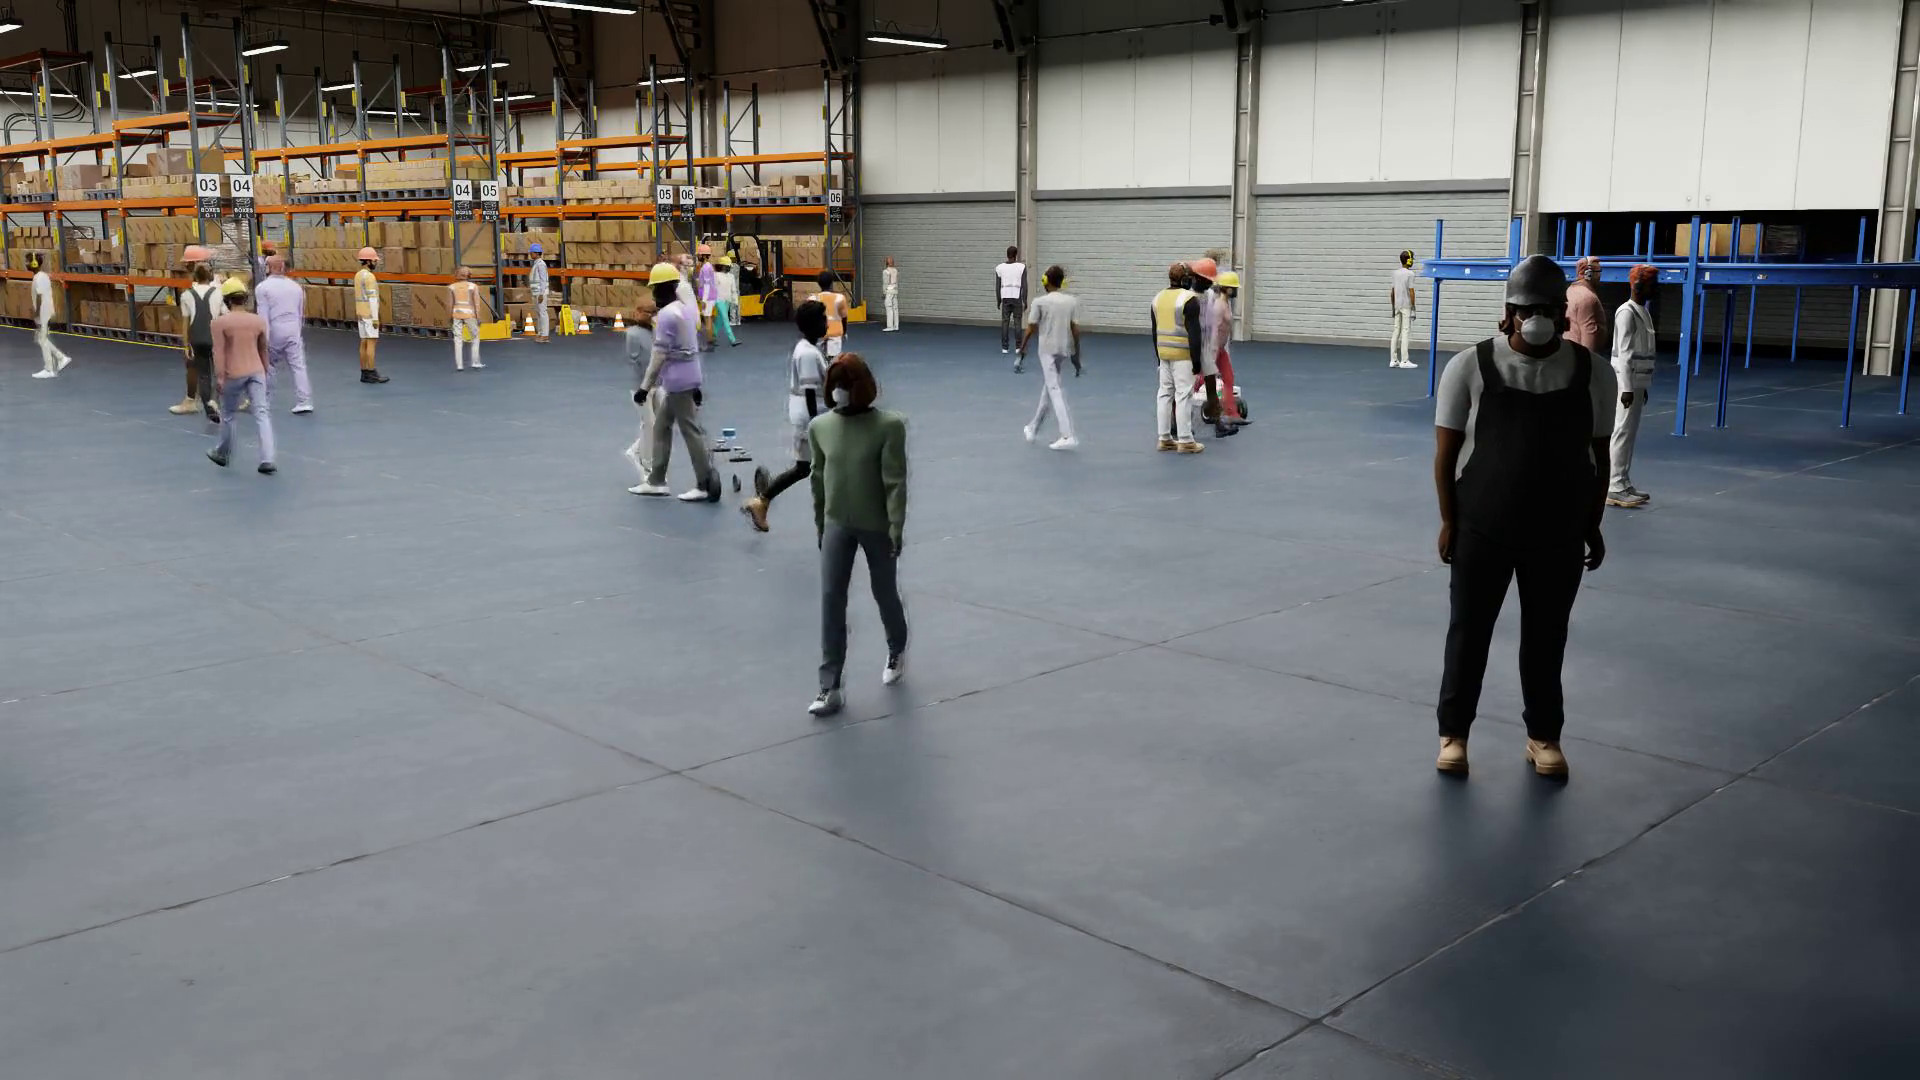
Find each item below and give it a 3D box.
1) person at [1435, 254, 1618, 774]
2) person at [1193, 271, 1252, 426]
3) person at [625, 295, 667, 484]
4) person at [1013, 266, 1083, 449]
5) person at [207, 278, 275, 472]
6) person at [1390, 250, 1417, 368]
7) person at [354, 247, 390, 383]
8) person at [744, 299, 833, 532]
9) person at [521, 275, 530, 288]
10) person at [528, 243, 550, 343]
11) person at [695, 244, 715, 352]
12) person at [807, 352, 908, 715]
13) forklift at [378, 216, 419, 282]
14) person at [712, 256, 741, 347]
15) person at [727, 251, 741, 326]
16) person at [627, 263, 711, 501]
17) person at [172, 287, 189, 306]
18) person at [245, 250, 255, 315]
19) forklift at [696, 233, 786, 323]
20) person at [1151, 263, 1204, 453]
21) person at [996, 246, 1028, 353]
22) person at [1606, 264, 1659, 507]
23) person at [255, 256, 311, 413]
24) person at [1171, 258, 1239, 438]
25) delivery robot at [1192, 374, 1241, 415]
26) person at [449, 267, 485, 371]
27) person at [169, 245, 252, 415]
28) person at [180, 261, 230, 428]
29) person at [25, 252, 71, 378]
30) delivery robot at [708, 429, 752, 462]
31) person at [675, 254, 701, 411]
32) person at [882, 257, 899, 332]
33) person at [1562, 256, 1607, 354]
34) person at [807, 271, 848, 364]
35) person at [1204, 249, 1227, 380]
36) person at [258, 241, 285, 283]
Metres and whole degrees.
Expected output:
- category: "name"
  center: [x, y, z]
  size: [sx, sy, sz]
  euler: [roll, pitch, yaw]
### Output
- category: "person"
  center: [2.205, -0.065, 6.498]
  size: [0.681, 2.000, 0.536]
  euler: [2, 10, 8]
- category: "person"
  center: [2.787, -2.121, 18.490]
  size: [0.845, 1.719, 0.552]
  euler: [4, 11, 20]
- category: "person"
  center: [-2.703, -1.292, 14.258]
  size: [0.417, 1.612, 0.501]
  euler: [5, 12, 26]
- category: "person"
  center: [0.872, -1.832, 16.671]
  size: [0.654, 1.801, 0.989]
  euler: [-6, 12, -29]
- category: "person"
  center: [-6.488, -1.478, 14.963]
  size: [0.903, 1.720, 0.548]
  euler: [9, 14, 42]
- category: "person"
  center: [7.138, -3.707, 26.707]
  size: [0.322, 1.871, 0.531]
  euler: [-6, 12, -28]
- category: "person"
  center: [-8.522, -3.250, 24.031]
  size: [0.379, 1.938, 0.547]
  euler: [-9, 13, -39]
- category: "person"
  center: [-1.108, -0.850, 11.668]
  size: [0.767, 1.676, 0.533]
  euler: [1, 10, 3]
- category: "person"
  center: [-11.537, -7.035, 44.705]
  size: [0.460, 1.923, 0.651]
  euler: [10, 14, 42]
- category: "person"
  center: [-8.348, -4.900, 32.997]
  size: [0.389, 1.949, 0.603]
  euler: [-5, 11, -24]
- category: "person"
  center: [-4.663, -4.430, 30.454]
  size: [0.354, 1.942, 0.545]
  euler: [-1, 10, -4]
- category: "person"
  center: [-0.449, -0.070, 7.621]
  size: [0.506, 1.599, 0.821]
  euler: [3, 11, 16]
- category: "forklift"
  center: [-17.868, -9.201, 54.028]
  size: [1.873, 2.768, 1.129]
  euler: [-10, 14, -44]
- category: "person"
  center: [-4.493, -4.544, 31.718]
  size: [0.950, 1.704, 0.531]
  euler: [8, 13, 37]
- category: "person"
  center: [-5.380, -5.938, 39.219]
  size: [0.296, 1.744, 0.484]
  euler: [5, 12, 26]
- category: "person"
  center: [-2.351, -1.246, 13.236]
  size: [0.849, 1.881, 0.579]
  euler: [0, 10, 2]
- category: "person"
  center: [-18.071, -5.880, 38.764]
  size: [0.649, 1.780, 0.961]
  euler: [1, 10, 6]
- category: "person"
  center: [-15.705, -5.554, 37.050]
  size: [0.637, 1.794, 0.844]
  euler: [-4, 11, -20]
- category: "forklift"
  center: [-5.496, -6.489, 41.108]
  size: [2.313, 2.155, 1.214]
  euler: [-10, 14, -44]
- category: "person"
  center: [2.158, -1.792, 16.345]
  size: [0.429, 1.845, 0.621]
  euler: [-7, 13, -34]
- category: "person"
  center: [0.934, -4.335, 30.010]
  size: [0.587, 1.916, 0.390]
  euler: [3, 11, 17]
- category: "person"
  center: [5.312, -1.223, 13.123]
  size: [0.355, 1.885, 0.575]
  euler: [6, 12, 31]
- category: "person"
  center: [-8.139, -2.442, 19.842]
  size: [0.985, 1.855, 0.668]
  euler: [7, 12, 33]
- category: "person"
  center: [2.519, -1.971, 17.245]
  size: [0.611, 1.863, 0.960]
  euler: [-8, 13, -36]
- category: "delivery robot"
  center: [2.903, -1.677, 19.089]
  size: [0.477, 0.478, 0.707]
  euler: [-5, 11, -26]
- category: "person"
  center: [-7.775, -3.483, 26.181]
  size: [0.616, 1.605, 0.700]
  euler: [2, 11, 9]
- category: "person"
  center: [-8.915, -2.508, 19.822]
  size: [1.013, 2.006, 0.618]
  euler: [-1, 10, -5]
- category: "person"
  center: [-8.282, -2.148, 18.319]
  size: [0.542, 1.829, 0.522]
  euler: [-2, 11, -10]
- category: "person"
  center: [-13.713, -3.367, 24.879]
  size: [0.437, 1.859, 0.548]
  euler: [-3, 11, -17]
- category: "delivery robot"
  center: [-1.877, -0.790, 13.542]
  size: [0.335, 0.223, 0.698]
  euler: [-4, 11, -23]
- category: "person"
  center: [-3.319, -2.498, 20.066]
  size: [0.449, 1.888, 0.671]
  euler: [-4, 11, -20]
- category: "person"
  center: [-1.541, -5.428, 36.728]
  size: [0.310, 1.636, 0.523]
  euler: [7, 12, 32]
- category: "person"
  center: [5.961, -1.746, 15.911]
  size: [0.407, 1.910, 0.638]
  euler: [0, 10, 2]
- category: "person"
  center: [-1.715, -2.645, 21.518]
  size: [0.531, 1.648, 0.893]
  euler: [1, 10, 3]
- category: "person"
  center: [3.580, -3.284, 24.309]
  size: [0.664, 1.900, 0.941]
  euler: [-8, 13, -39]
- category: "person"
  center: [-14.204, -5.152, 34.277]
  size: [0.630, 1.983, 1.067]
  euler: [-7, 12, -33]
